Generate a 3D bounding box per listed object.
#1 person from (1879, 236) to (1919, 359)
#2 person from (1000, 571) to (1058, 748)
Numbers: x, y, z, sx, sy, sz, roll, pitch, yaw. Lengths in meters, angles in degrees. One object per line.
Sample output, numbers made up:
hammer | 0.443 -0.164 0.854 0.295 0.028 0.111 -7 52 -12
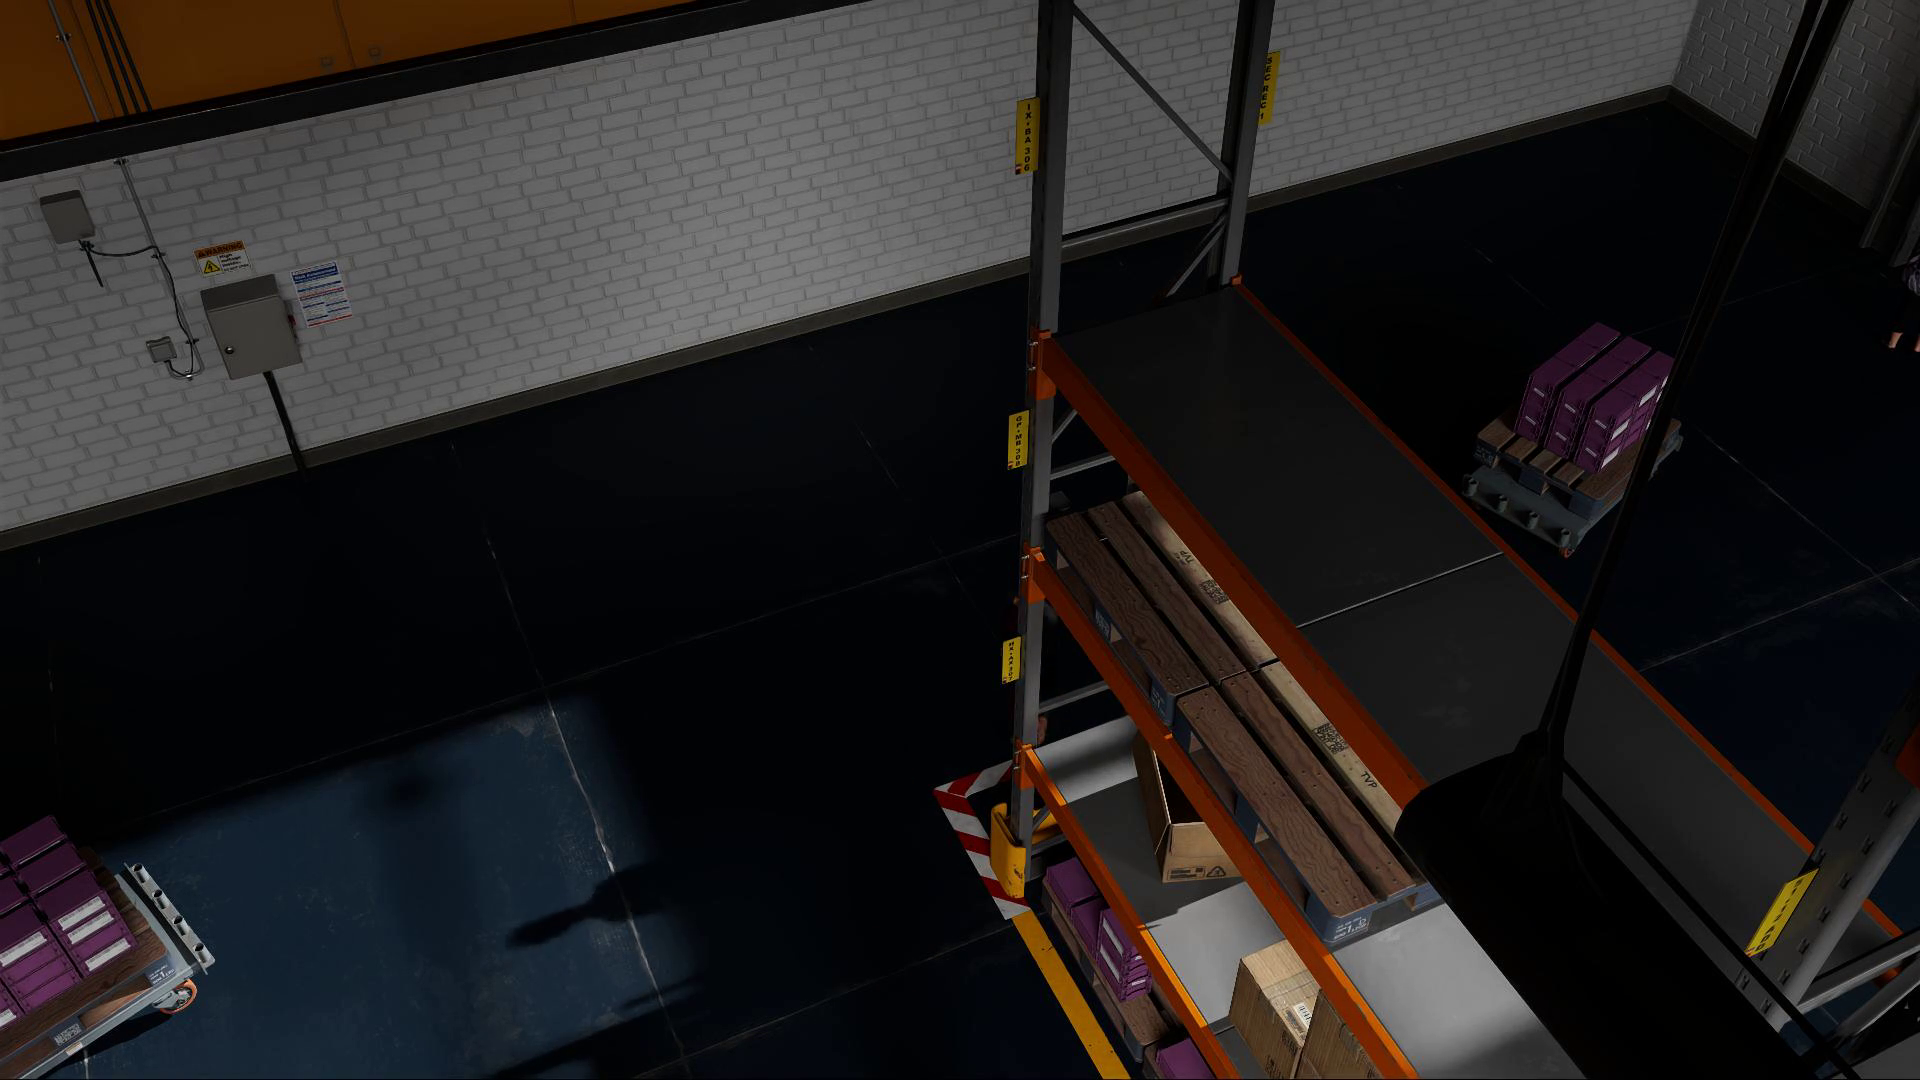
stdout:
person | 7.825 -2.177 13.301 0.749 1.638 0.808 14 45 14
person | 0.477 0.742 10.245 0.679 1.627 0.537 -21 47 -20
